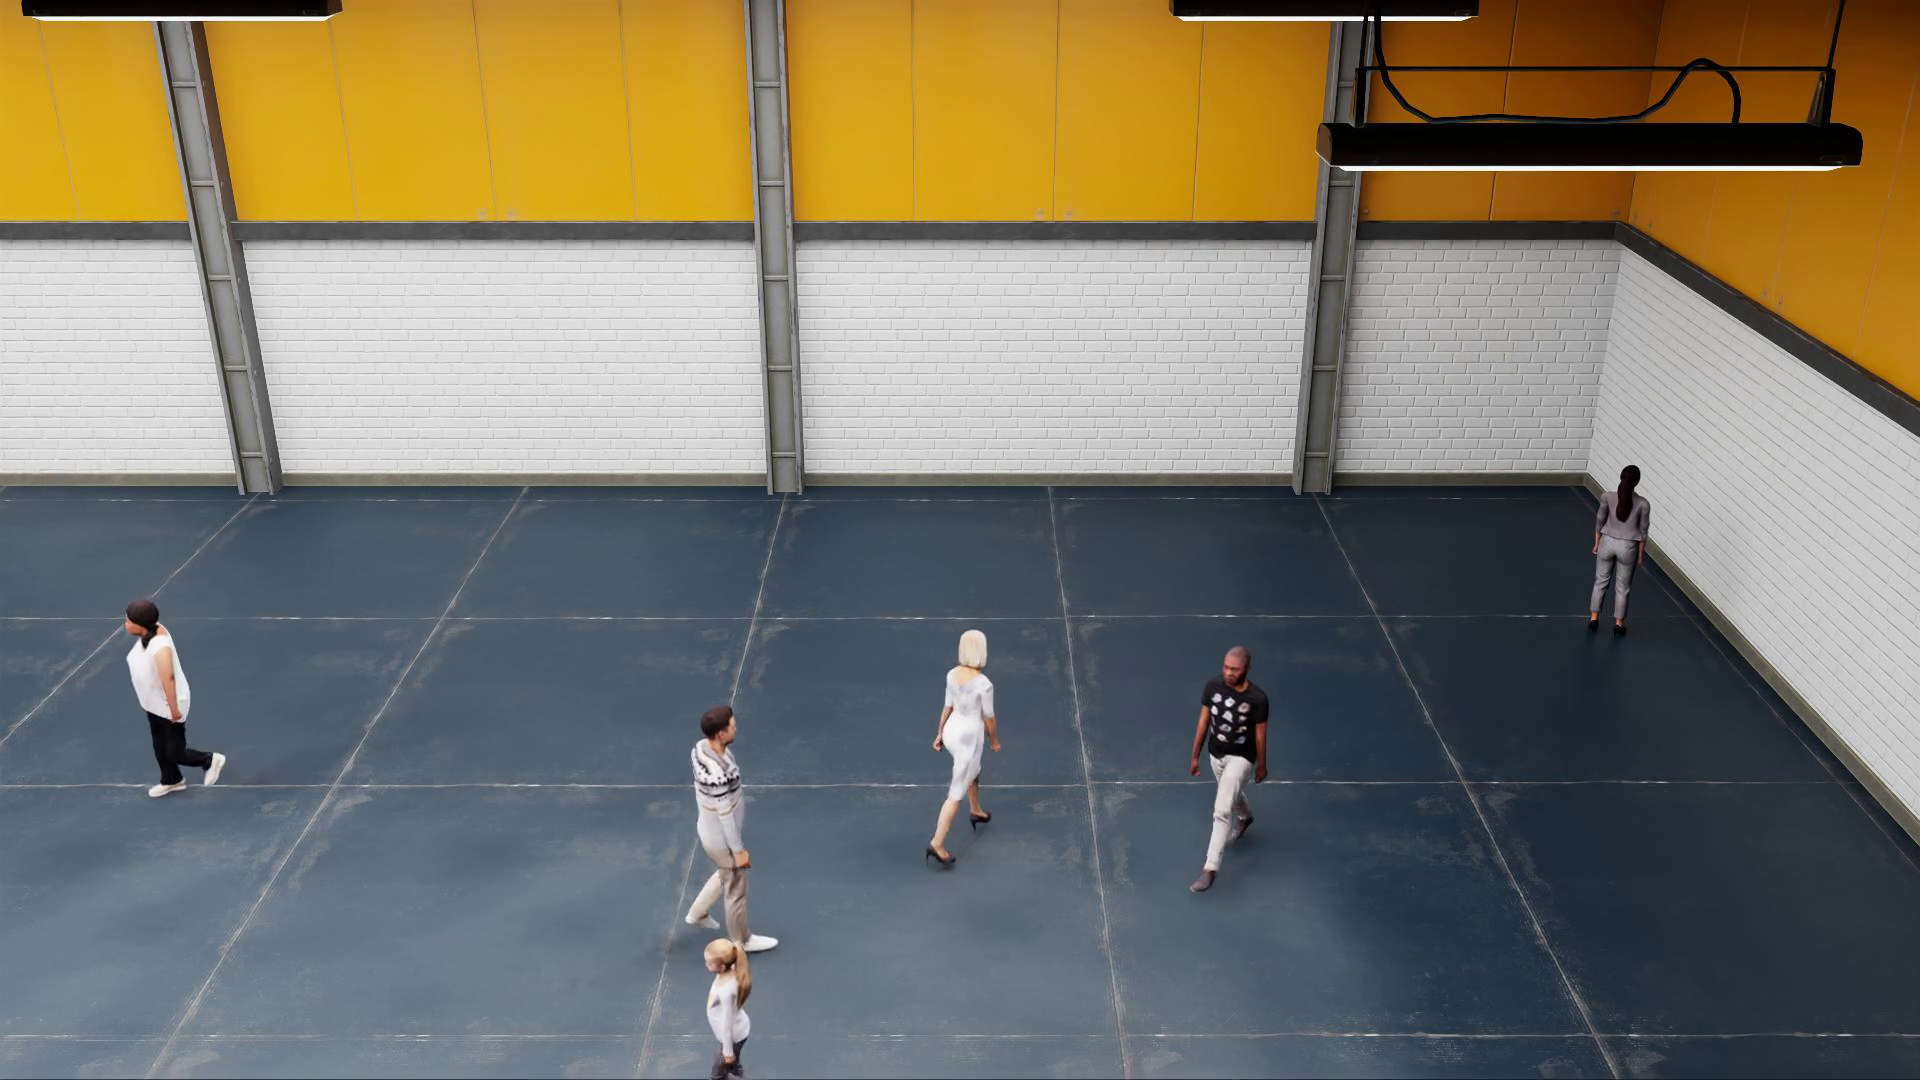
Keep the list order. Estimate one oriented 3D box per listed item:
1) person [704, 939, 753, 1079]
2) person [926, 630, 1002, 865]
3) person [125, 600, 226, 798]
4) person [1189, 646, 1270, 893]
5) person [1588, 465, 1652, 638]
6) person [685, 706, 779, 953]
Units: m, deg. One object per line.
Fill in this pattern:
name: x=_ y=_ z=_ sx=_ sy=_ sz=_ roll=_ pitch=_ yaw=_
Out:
person: x=-1.261 y=2.843 z=9.600 sx=0.604 sy=1.273 sz=0.499 roll=0 pitch=24 yaw=1
person: x=-0.012 y=1.535 z=12.072 sx=1.069 sy=1.690 sz=0.967 roll=-16 pitch=28 yaw=-32
person: x=-6.086 y=1.217 z=12.821 sx=0.949 sy=1.671 sz=0.858 roll=-13 pitch=27 yaw=-27
person: x=1.991 y=1.551 z=11.966 sx=1.270 sy=1.745 sz=1.257 roll=18 pitch=30 yaw=36
person: x=6.084 y=0.098 z=15.373 sx=0.697 sy=1.678 sz=0.785 roll=15 pitch=28 yaw=30
person: x=-1.620 y=1.937 z=10.960 sx=0.922 sy=1.843 sz=0.836 roll=-7 pitch=25 yaw=-16
